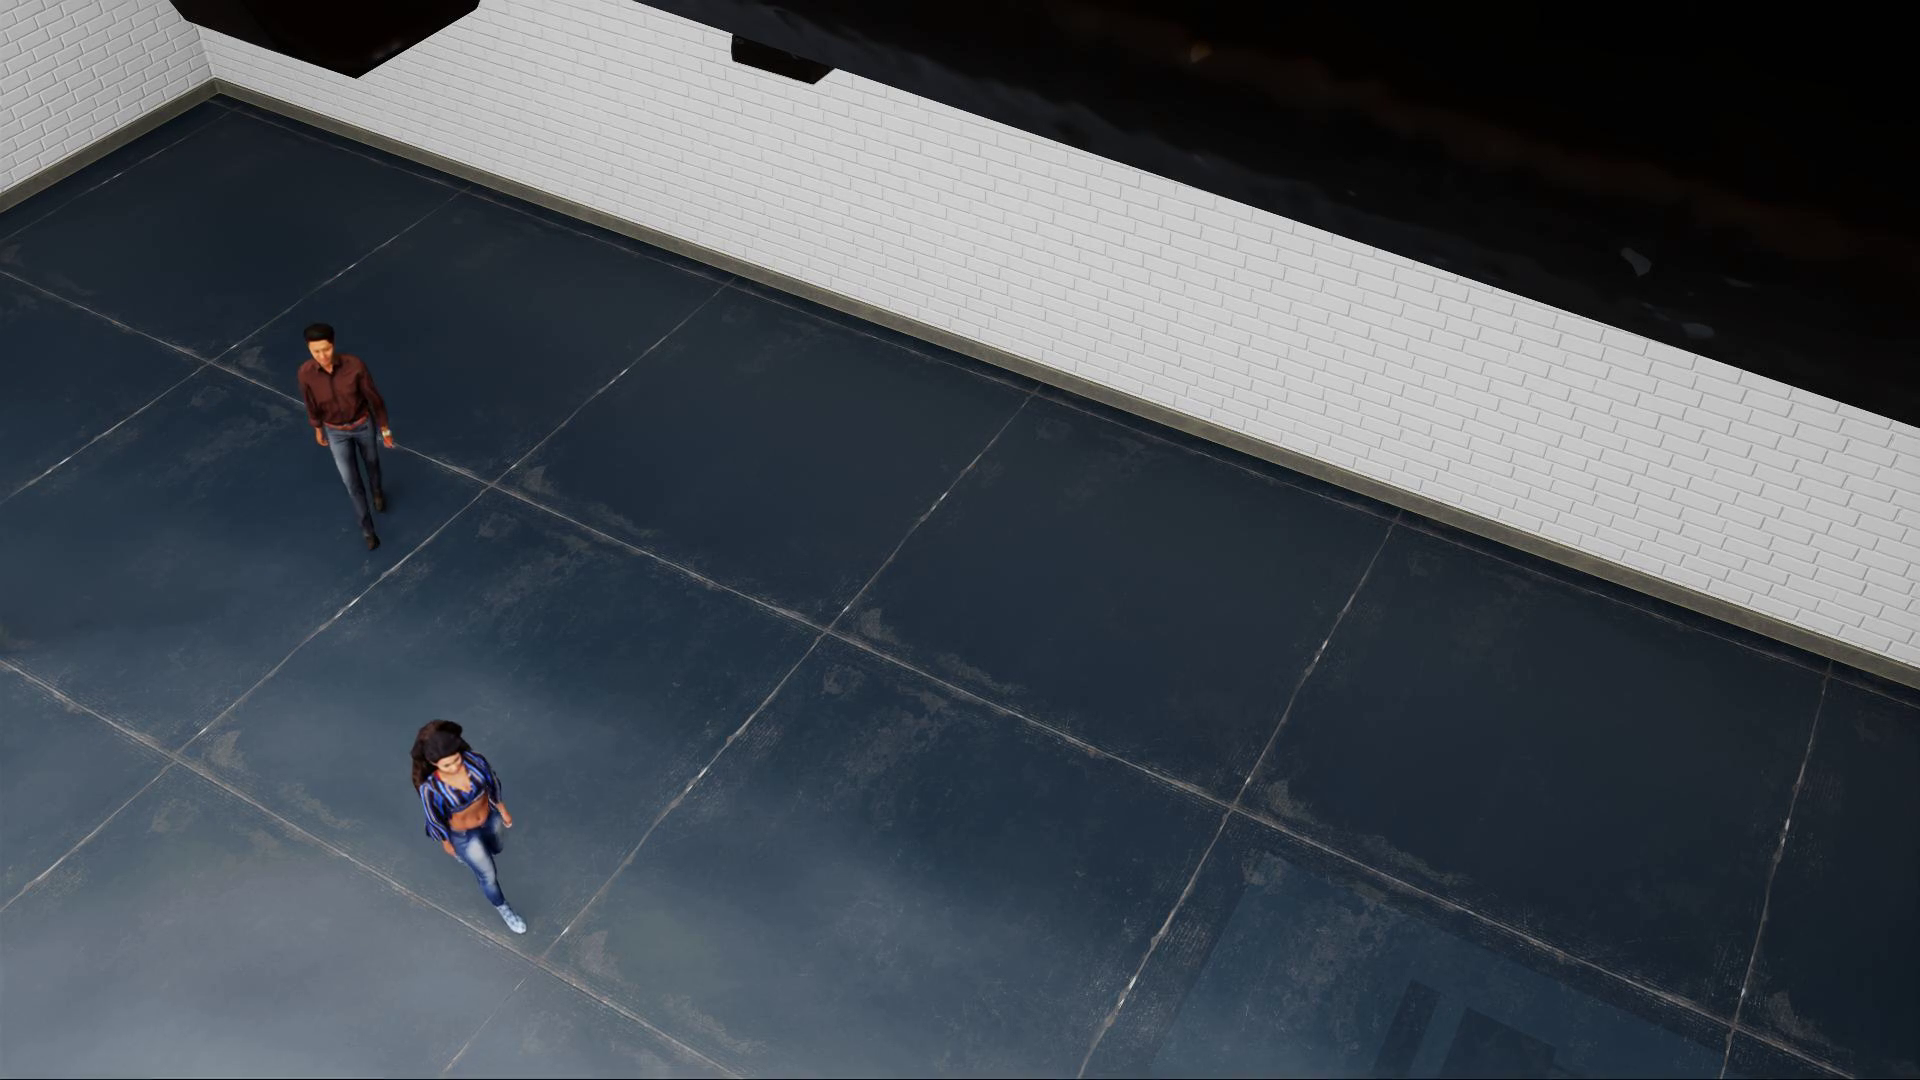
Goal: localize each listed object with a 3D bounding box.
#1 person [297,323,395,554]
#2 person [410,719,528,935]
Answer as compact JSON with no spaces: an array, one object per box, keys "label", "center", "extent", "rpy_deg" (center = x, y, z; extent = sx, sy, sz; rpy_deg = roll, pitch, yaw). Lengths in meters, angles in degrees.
[{"label":"person","center":[-4.261,-0.835,11.637],"extent":[1.123,1.740,1.156],"rpy_deg":[-13,45,-13]},{"label":"person","center":[-2.740,1.542,9.240],"extent":[0.743,1.604,0.913],"rpy_deg":[29,51,27]}]
